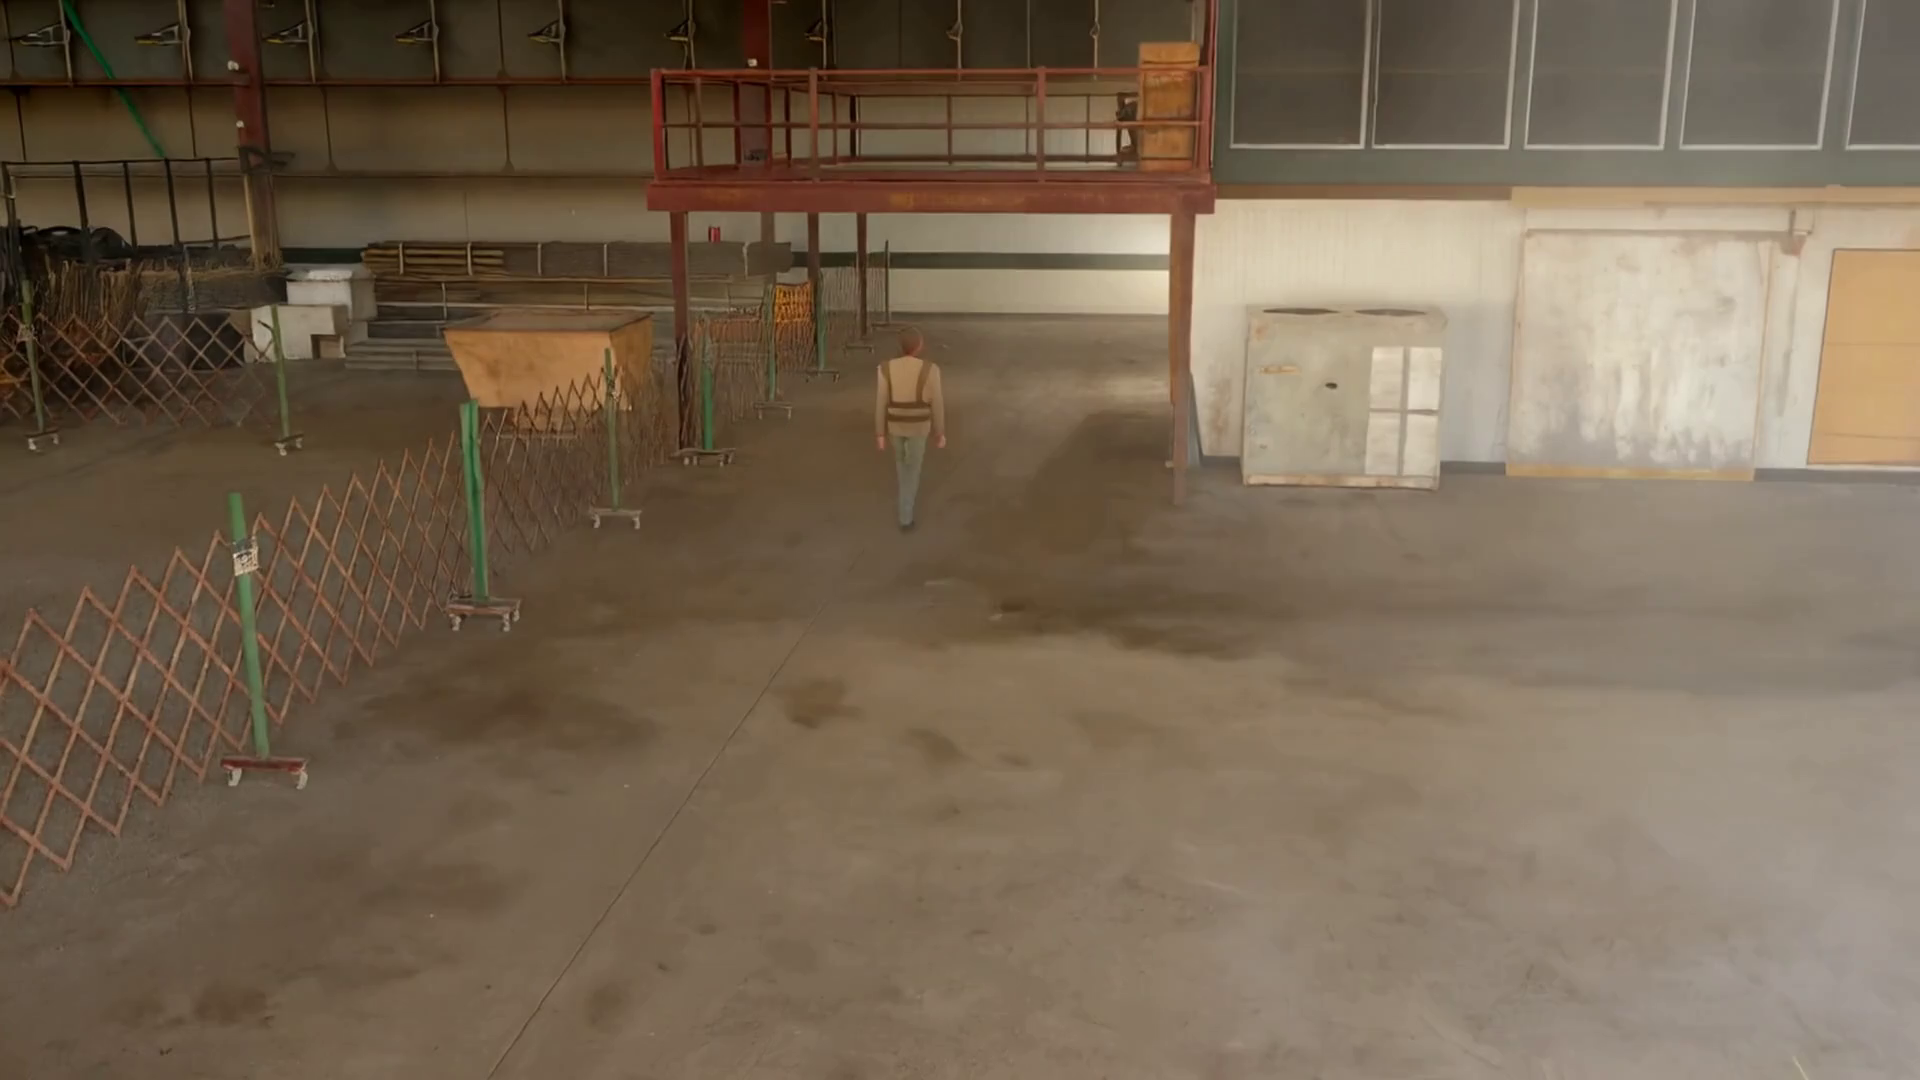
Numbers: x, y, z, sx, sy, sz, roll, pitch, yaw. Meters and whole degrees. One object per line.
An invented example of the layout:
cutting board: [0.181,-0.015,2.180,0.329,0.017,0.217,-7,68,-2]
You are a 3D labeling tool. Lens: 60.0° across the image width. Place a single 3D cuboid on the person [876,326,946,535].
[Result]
person: [-0.409,-1.011,15.051,0.596,1.851,0.792,4,14,18]
